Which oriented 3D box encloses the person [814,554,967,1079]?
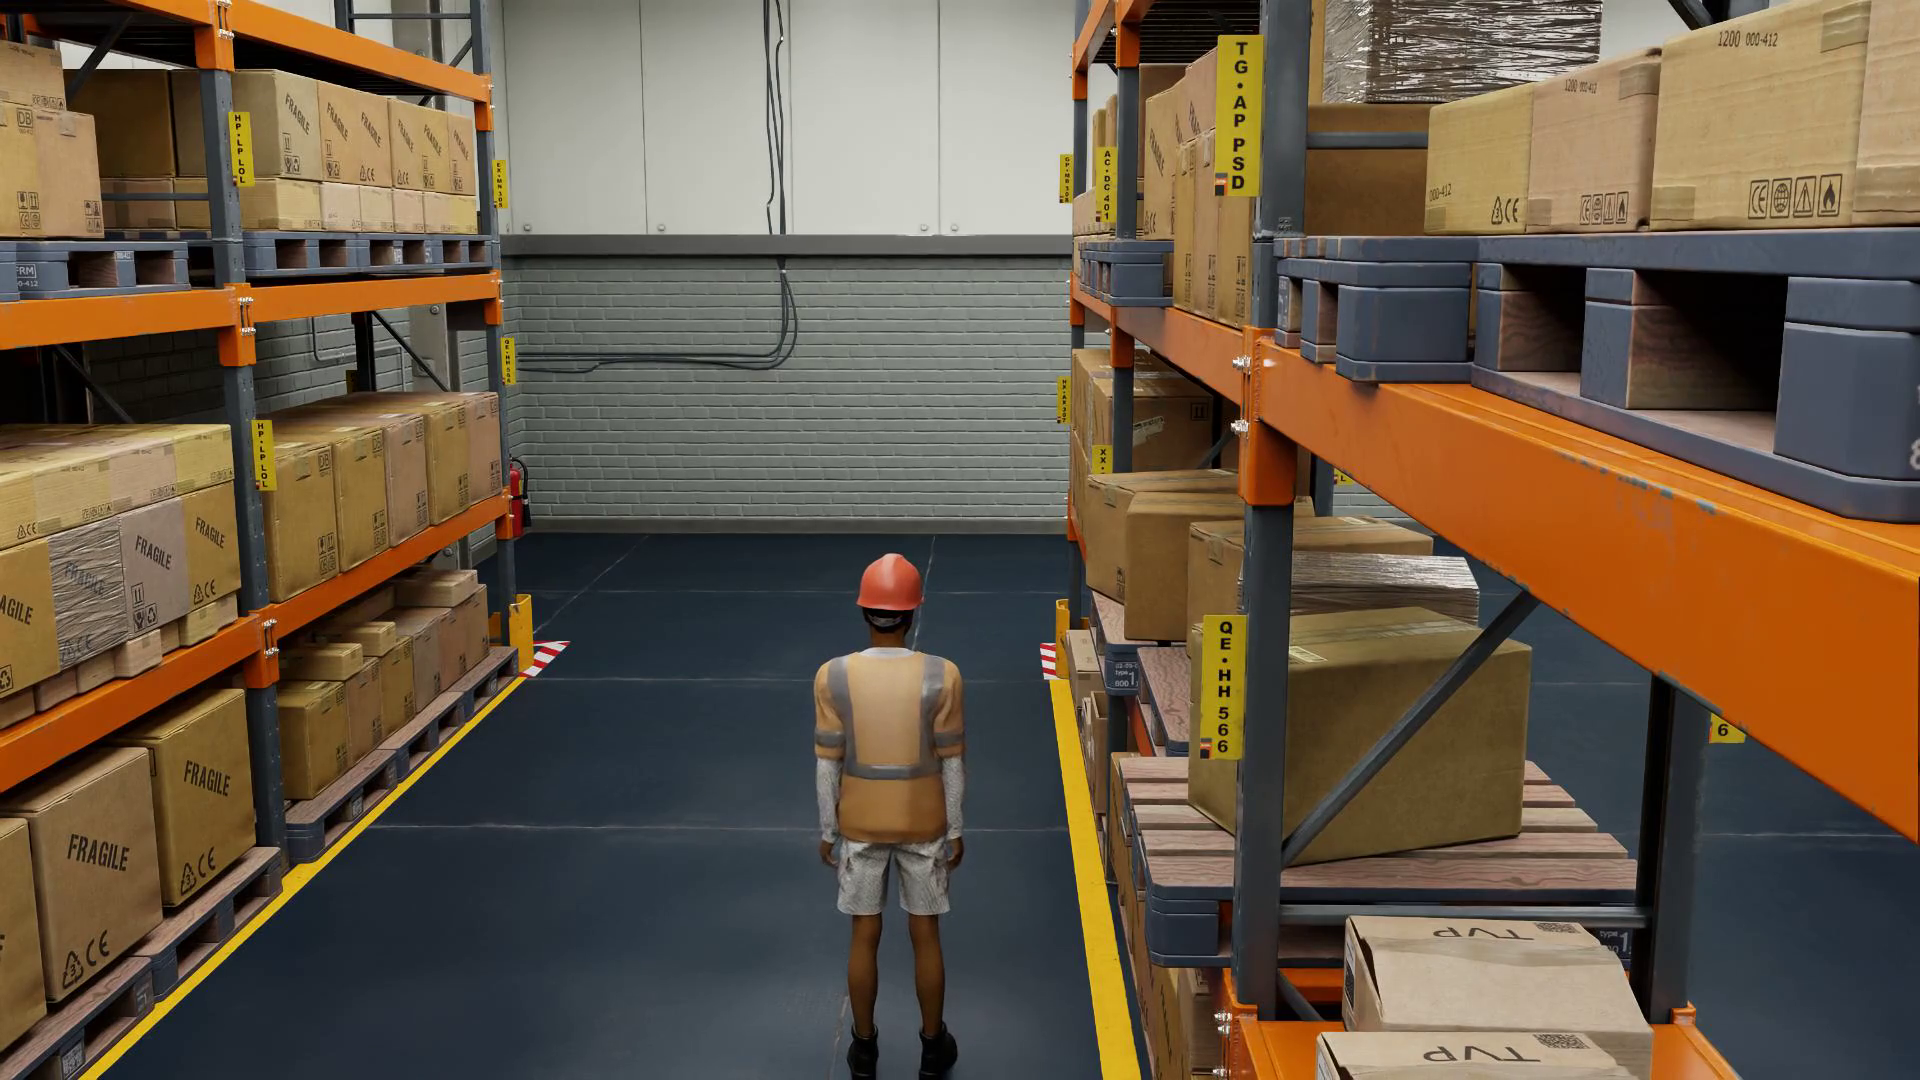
[{"bbox_3d":[-0.246,1.010,6.016,0.542,1.939,0.368,1,10,3],"label":"person"}]
